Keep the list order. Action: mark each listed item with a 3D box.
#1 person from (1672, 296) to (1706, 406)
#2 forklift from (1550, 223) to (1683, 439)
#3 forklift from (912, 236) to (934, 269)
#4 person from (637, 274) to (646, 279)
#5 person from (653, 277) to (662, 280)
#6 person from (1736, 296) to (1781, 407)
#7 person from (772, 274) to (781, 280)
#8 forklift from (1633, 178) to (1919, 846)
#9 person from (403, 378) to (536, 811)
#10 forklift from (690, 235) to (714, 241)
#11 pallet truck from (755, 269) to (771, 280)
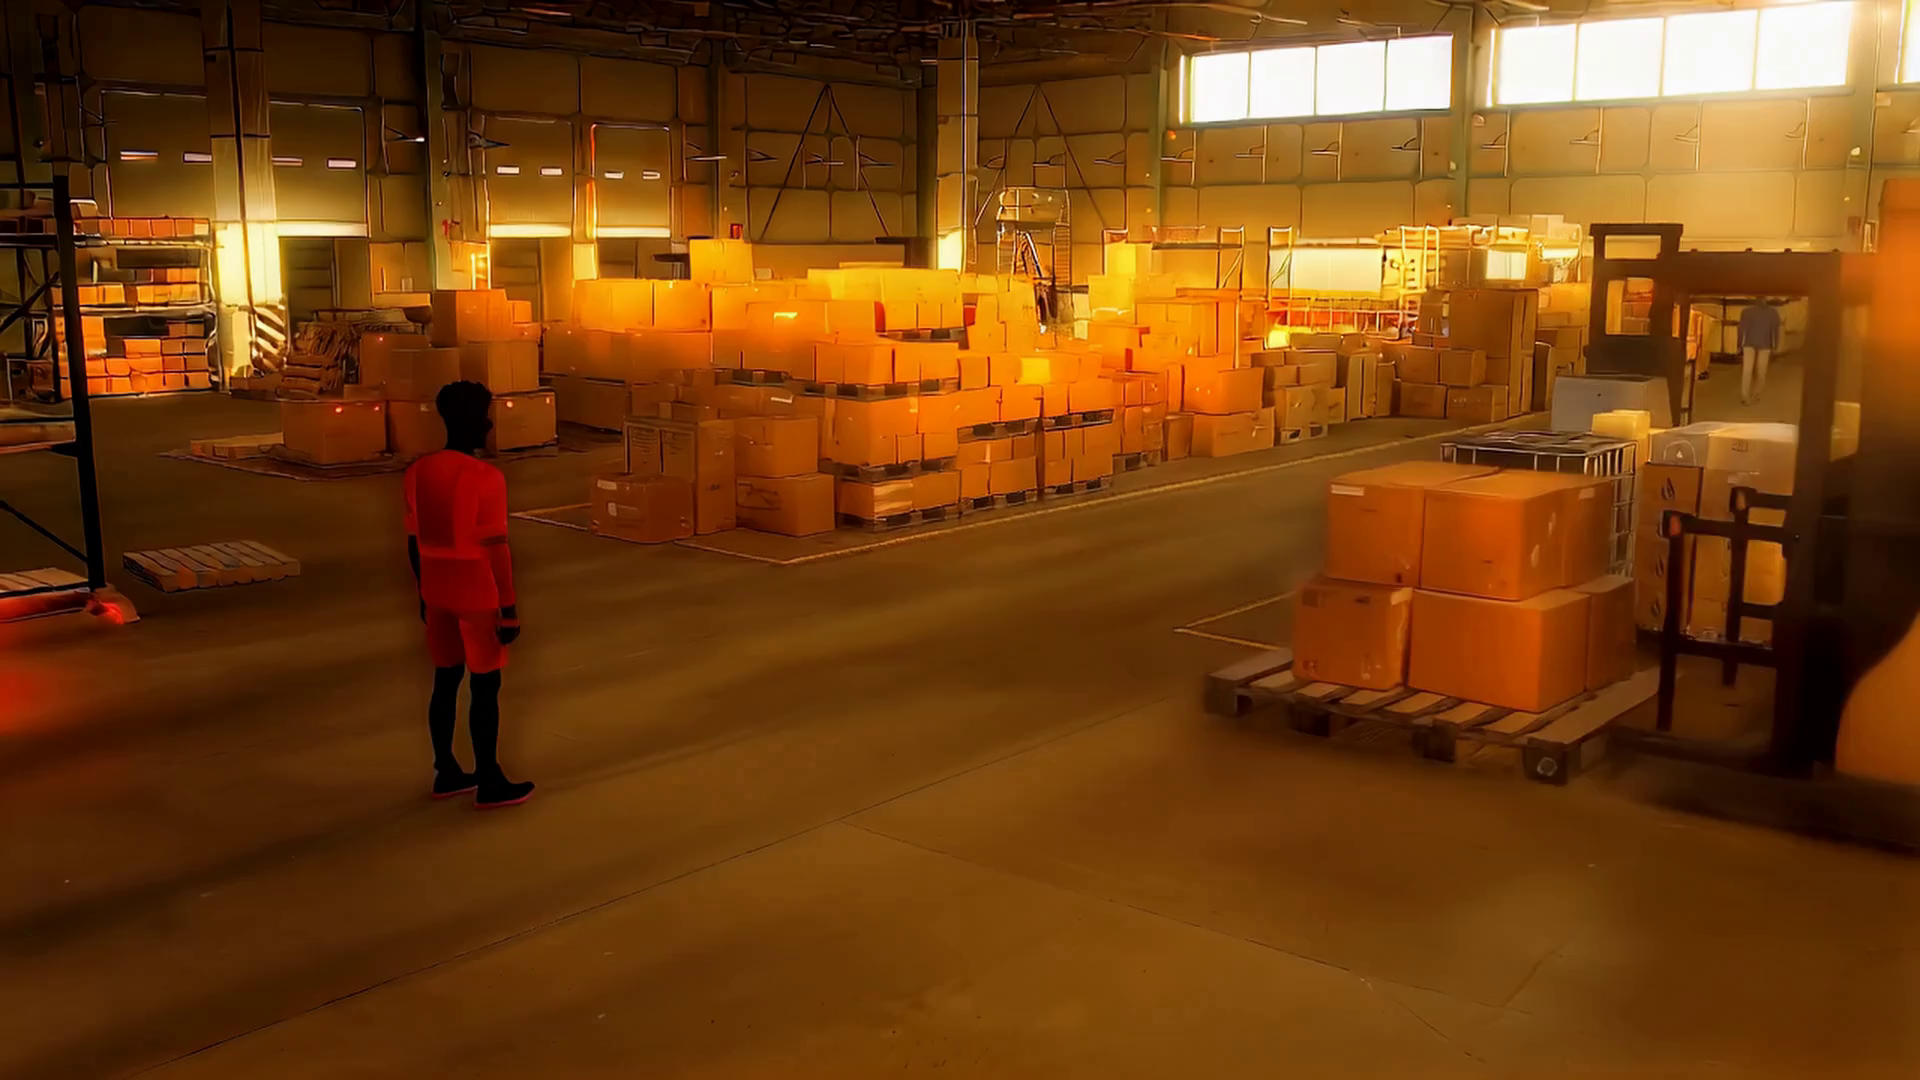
[{"bbox_3d":[11.821,-3.098,27.138,0.630,1.791,0.968,7,12,33],"label":"person"},{"bbox_3d":[7.683,-2.238,19.135,1.129,2.768,1.873,8,13,40],"label":"forklift"},{"bbox_3d":[-0.887,-5.765,39.218,1.873,2.768,1.129,1,10,6],"label":"forklift"},{"bbox_3d":[-7.507,-5.299,39.276,0.382,1.924,0.594,8,13,38],"label":"person"},{"bbox_3d":[-6.521,-4.725,36.015,0.634,1.930,0.384,-5,11,-26],"label":"person"},{"bbox_3d":[12.827,-3.111,26.750,0.647,1.942,0.990,5,11,29],"label":"person"},{"bbox_3d":[-4.895,-5.994,43.337,0.736,1.892,0.636,10,14,44],"label":"person"},{"bbox_3d":[4.177,-0.150,7.244,1.873,2.768,1.129,8,13,40],"label":"forklift"},{"bbox_3d":[-2.245,0.247,7.584,0.614,1.963,0.362,6,12,32],"label":"person"},{"bbox_3d":[-5.724,-5.367,36.947,1.873,2.768,1.129,-3,10,-18],"label":"forklift"},{"bbox_3d":[-4.996,-6.432,45.525,1.885,1.965,0.823,-6,12,-32],"label":"pallet truck"}]
